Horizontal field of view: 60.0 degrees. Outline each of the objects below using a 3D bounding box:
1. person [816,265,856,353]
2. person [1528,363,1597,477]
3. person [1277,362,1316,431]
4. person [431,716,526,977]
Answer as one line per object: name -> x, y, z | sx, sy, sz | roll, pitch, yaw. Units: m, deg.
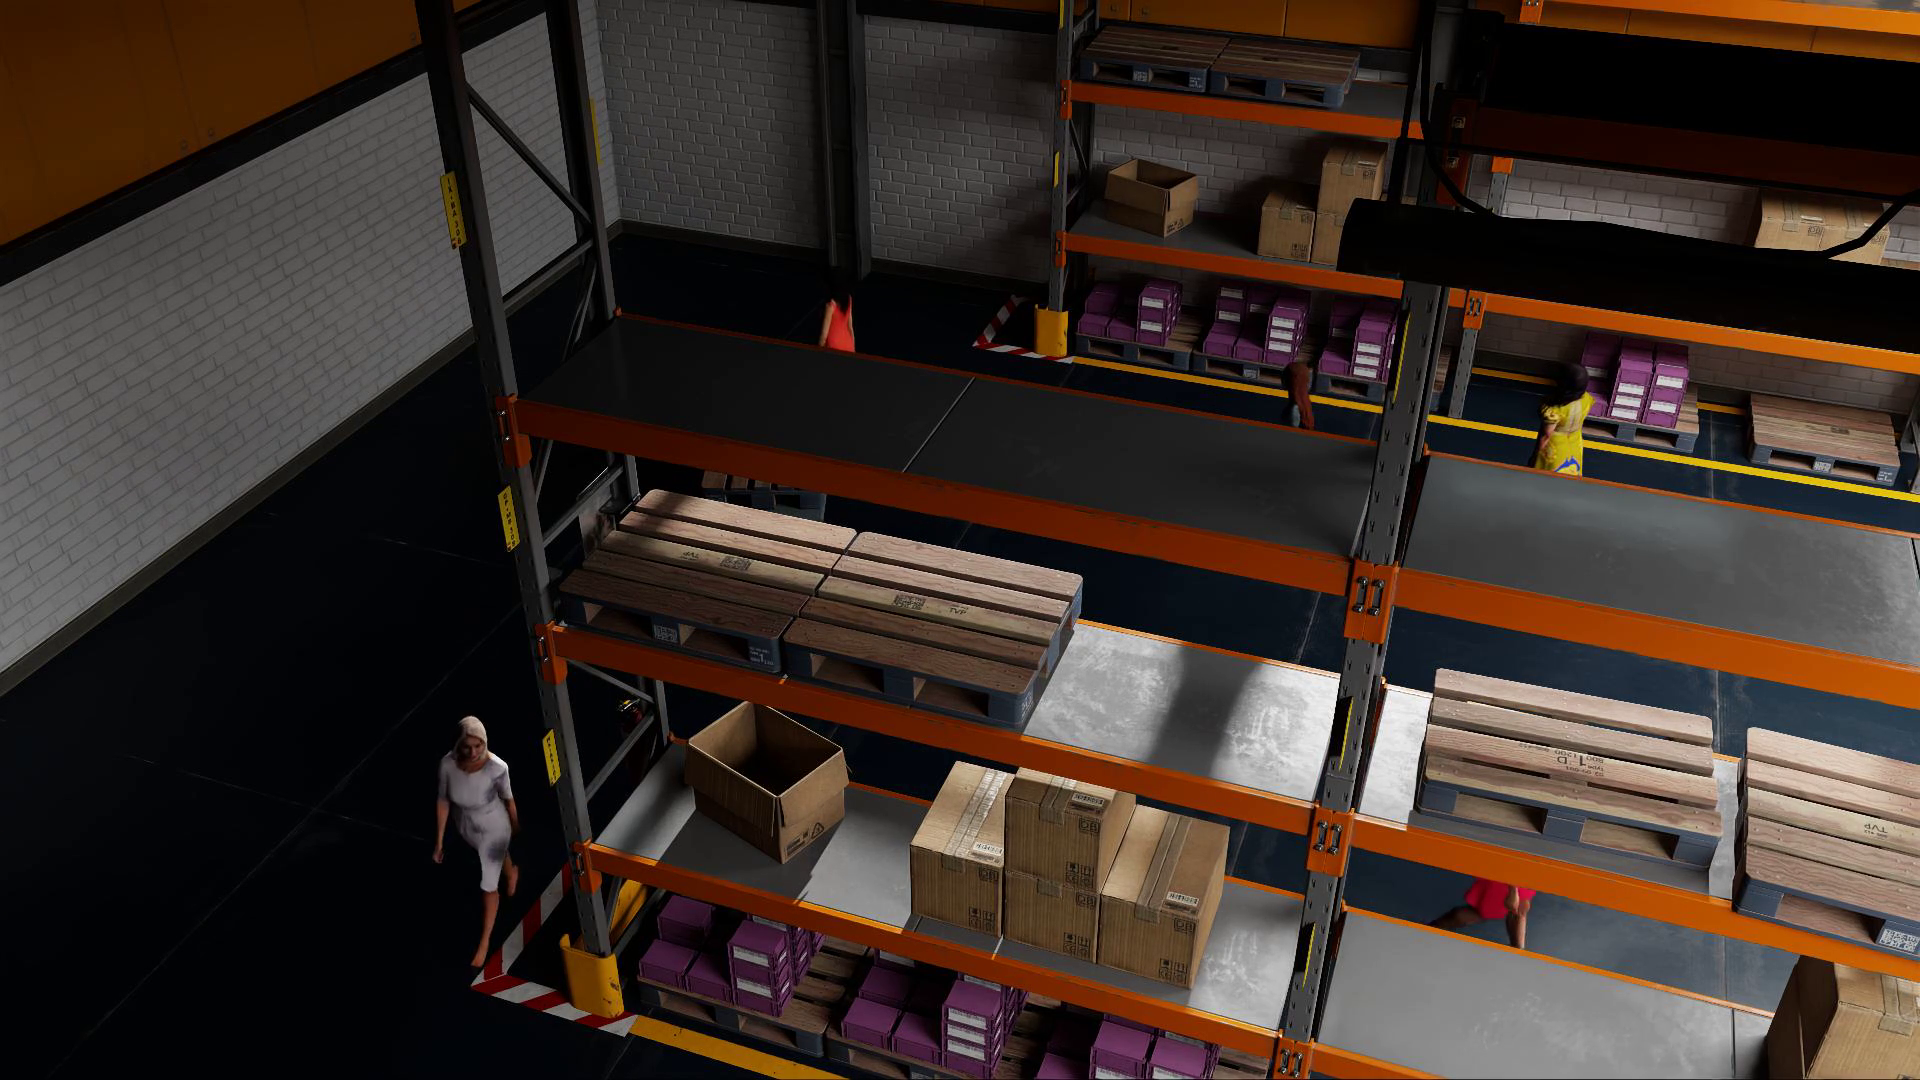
person -> -1.029, -1.641, 15.036 | 1.105, 1.671, 0.562 | 12, 35, 17
person -> 4.889, -0.713, 13.651 | 1.000, 1.659, 1.042 | -17, 37, -24
person -> 2.756, -0.611, 13.445 | 0.929, 1.718, 0.657 | 15, 36, 21
person -> -2.838, 1.682, 10.018 | 1.086, 1.692, 0.773 | 7, 34, 11
